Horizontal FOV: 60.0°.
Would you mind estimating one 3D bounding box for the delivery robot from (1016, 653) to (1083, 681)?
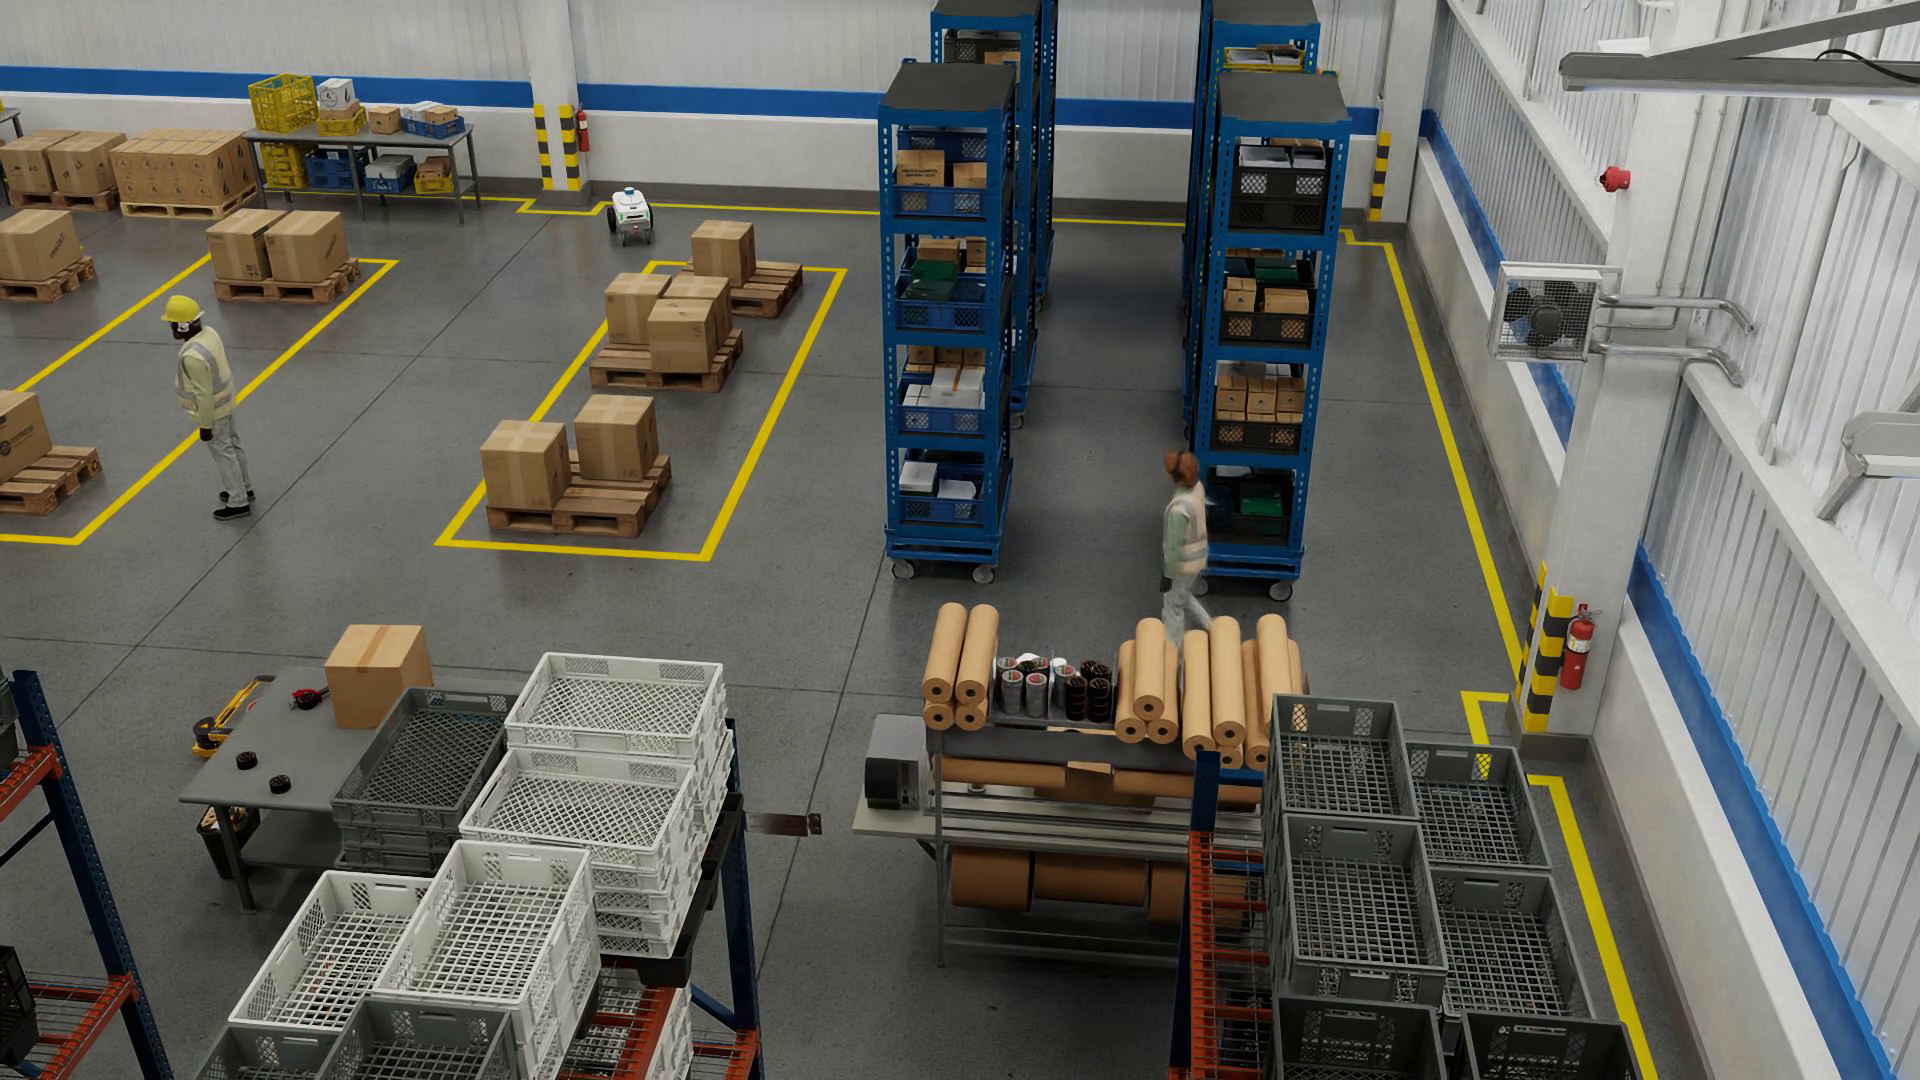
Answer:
[{"bbox_3d":[0.625,0.976,10.600,0.707,0.478,0.477,21,37,32],"label":"delivery robot"}]

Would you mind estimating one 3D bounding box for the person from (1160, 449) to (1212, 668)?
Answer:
[{"bbox_3d":[1.518,0.144,11.059,0.466,1.619,0.552,11,32,18],"label":"person"}]

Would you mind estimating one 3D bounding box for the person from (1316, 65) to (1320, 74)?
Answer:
[{"bbox_3d":[3.704,-4.265,18.295,0.425,1.980,0.631,11,32,18],"label":"person"}]

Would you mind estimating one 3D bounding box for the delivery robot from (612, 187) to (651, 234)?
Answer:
[{"bbox_3d":[-3.685,-3.706,18.641,0.477,0.478,0.707,-9,31,-14],"label":"delivery robot"}]

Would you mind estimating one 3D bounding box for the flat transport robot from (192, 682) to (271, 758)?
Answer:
[{"bbox_3d":[-4.089,1.163,10.648,1.431,0.197,0.652,3,30,6],"label":"flat transport robot"}]

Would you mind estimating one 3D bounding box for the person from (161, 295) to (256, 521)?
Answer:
[{"bbox_3d":[-5.812,-1.030,12.874,0.403,1.832,0.594,-5,31,-8],"label":"person"}]
